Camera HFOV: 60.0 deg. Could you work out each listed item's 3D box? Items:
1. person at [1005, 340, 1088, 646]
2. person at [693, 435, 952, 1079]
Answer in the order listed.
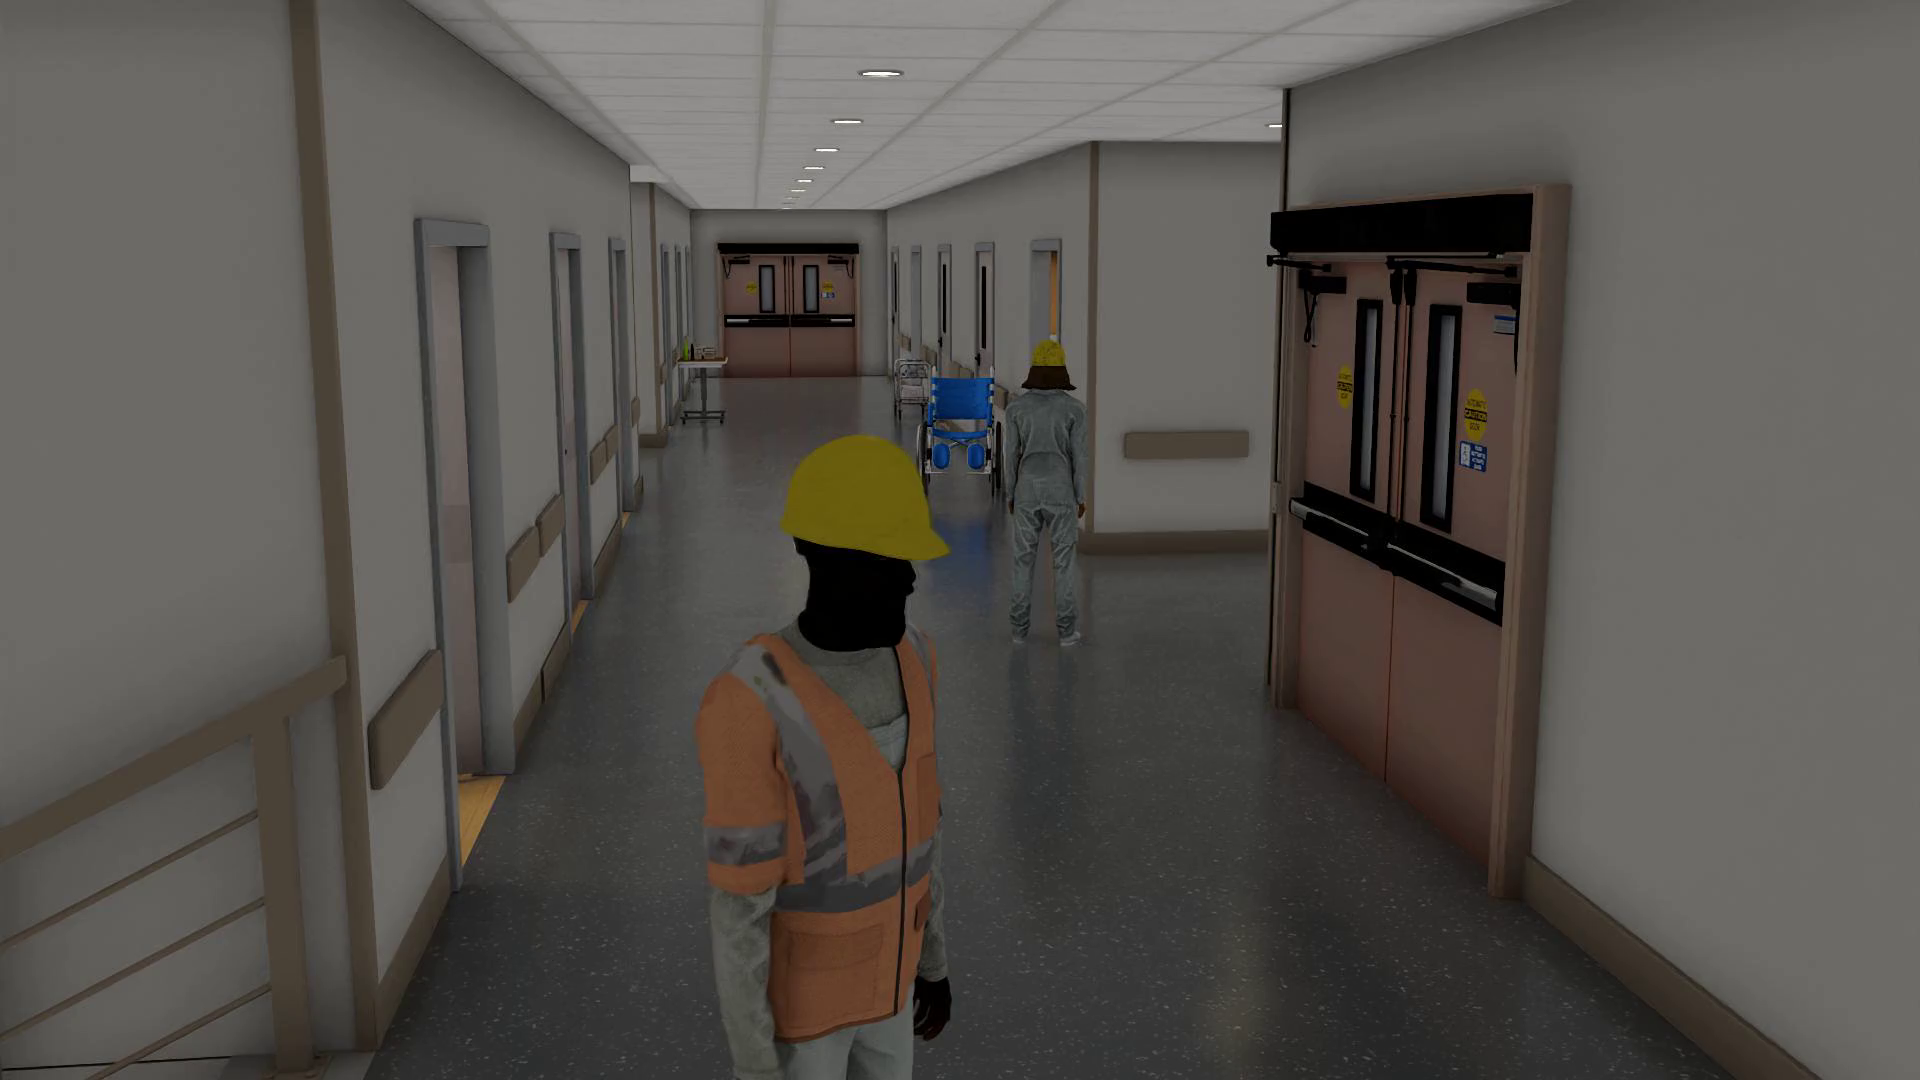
[{"bbox_3d":[0.495,-0.268,9.497,0.483,1.735,0.340,3,10,15],"label":"person"},{"bbox_3d":[-0.197,0.770,2.914,0.398,1.920,0.586,6,12,32],"label":"person"}]
